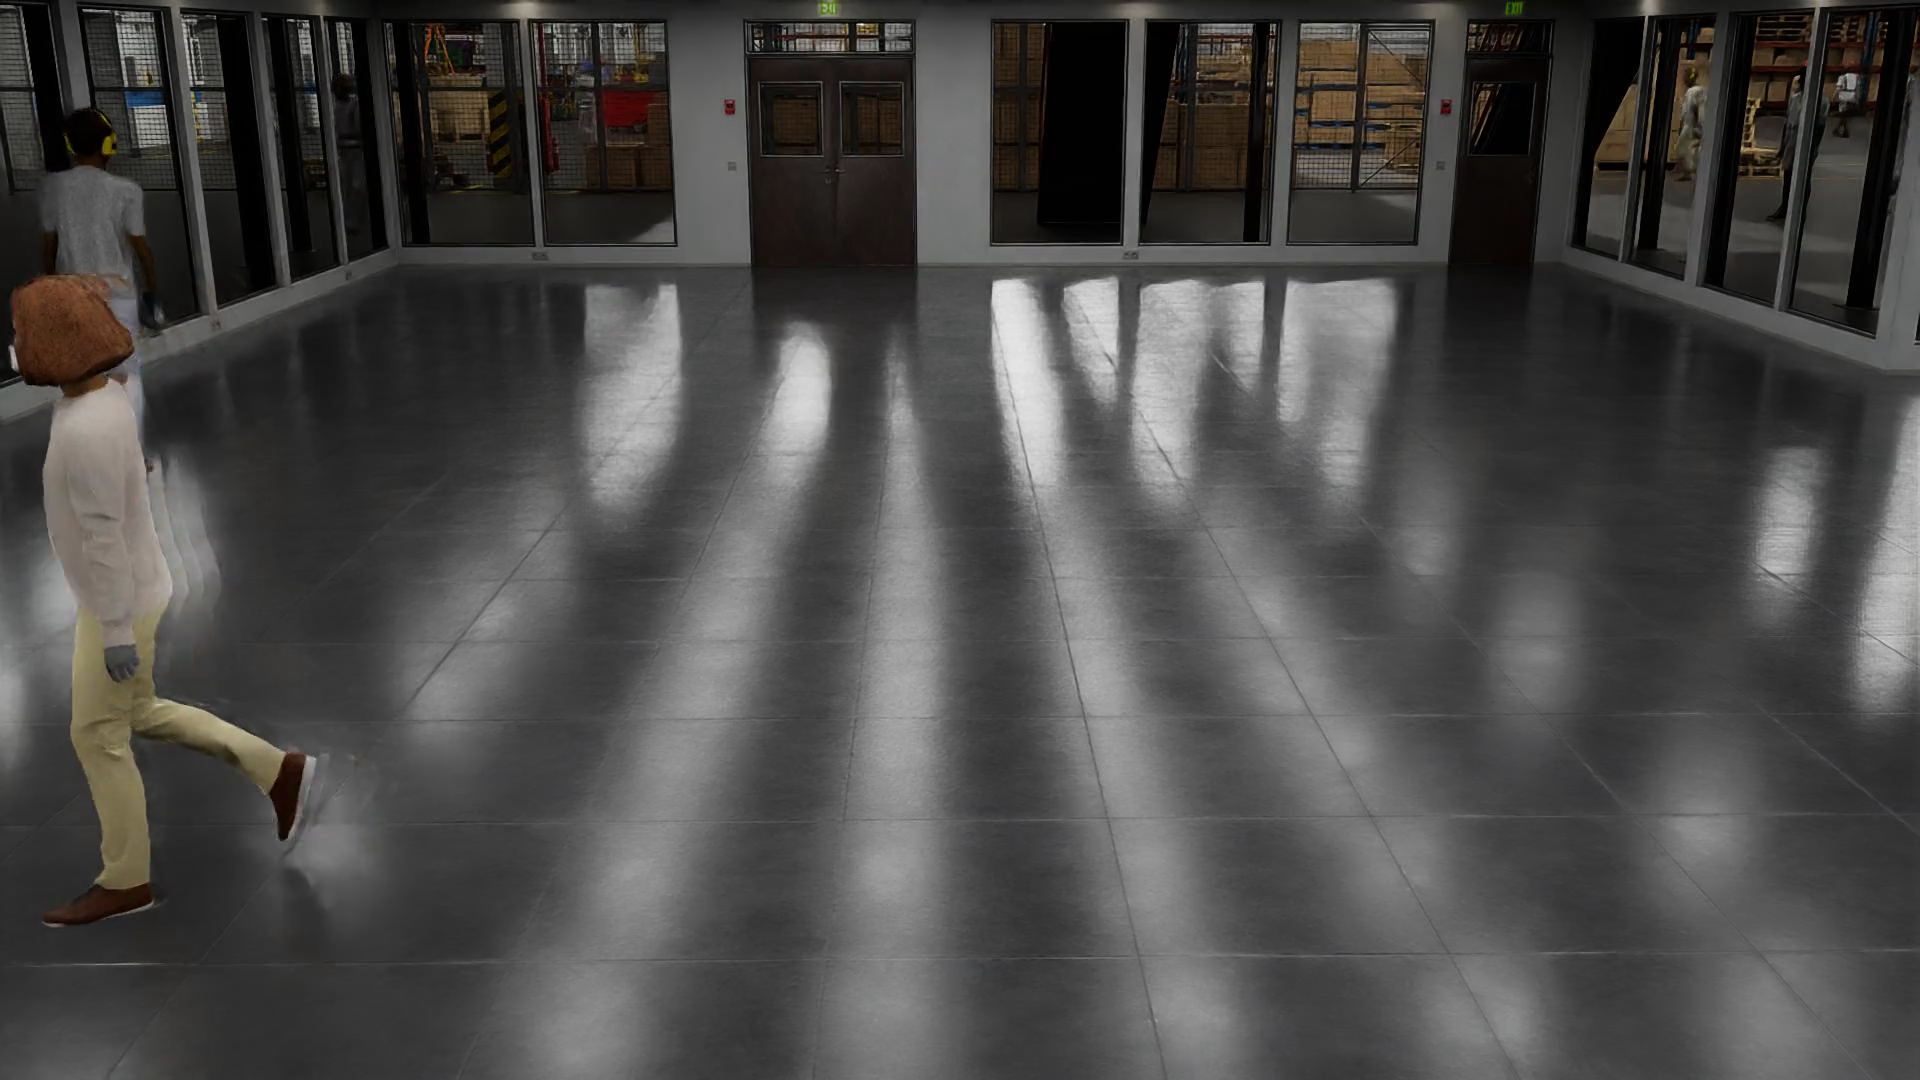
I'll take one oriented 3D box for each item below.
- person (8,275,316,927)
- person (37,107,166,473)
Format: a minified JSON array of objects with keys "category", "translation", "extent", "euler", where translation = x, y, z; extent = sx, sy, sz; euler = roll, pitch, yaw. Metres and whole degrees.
[{"category":"person","translation":[-2.016,0.146,4.128],"extent":[0.606,1.617,0.507],"euler":[-7,18,-24]},{"category":"person","translation":[-4.253,-1.184,8.221],"extent":[0.556,1.854,0.481],"euler":[-2,16,-6]}]
